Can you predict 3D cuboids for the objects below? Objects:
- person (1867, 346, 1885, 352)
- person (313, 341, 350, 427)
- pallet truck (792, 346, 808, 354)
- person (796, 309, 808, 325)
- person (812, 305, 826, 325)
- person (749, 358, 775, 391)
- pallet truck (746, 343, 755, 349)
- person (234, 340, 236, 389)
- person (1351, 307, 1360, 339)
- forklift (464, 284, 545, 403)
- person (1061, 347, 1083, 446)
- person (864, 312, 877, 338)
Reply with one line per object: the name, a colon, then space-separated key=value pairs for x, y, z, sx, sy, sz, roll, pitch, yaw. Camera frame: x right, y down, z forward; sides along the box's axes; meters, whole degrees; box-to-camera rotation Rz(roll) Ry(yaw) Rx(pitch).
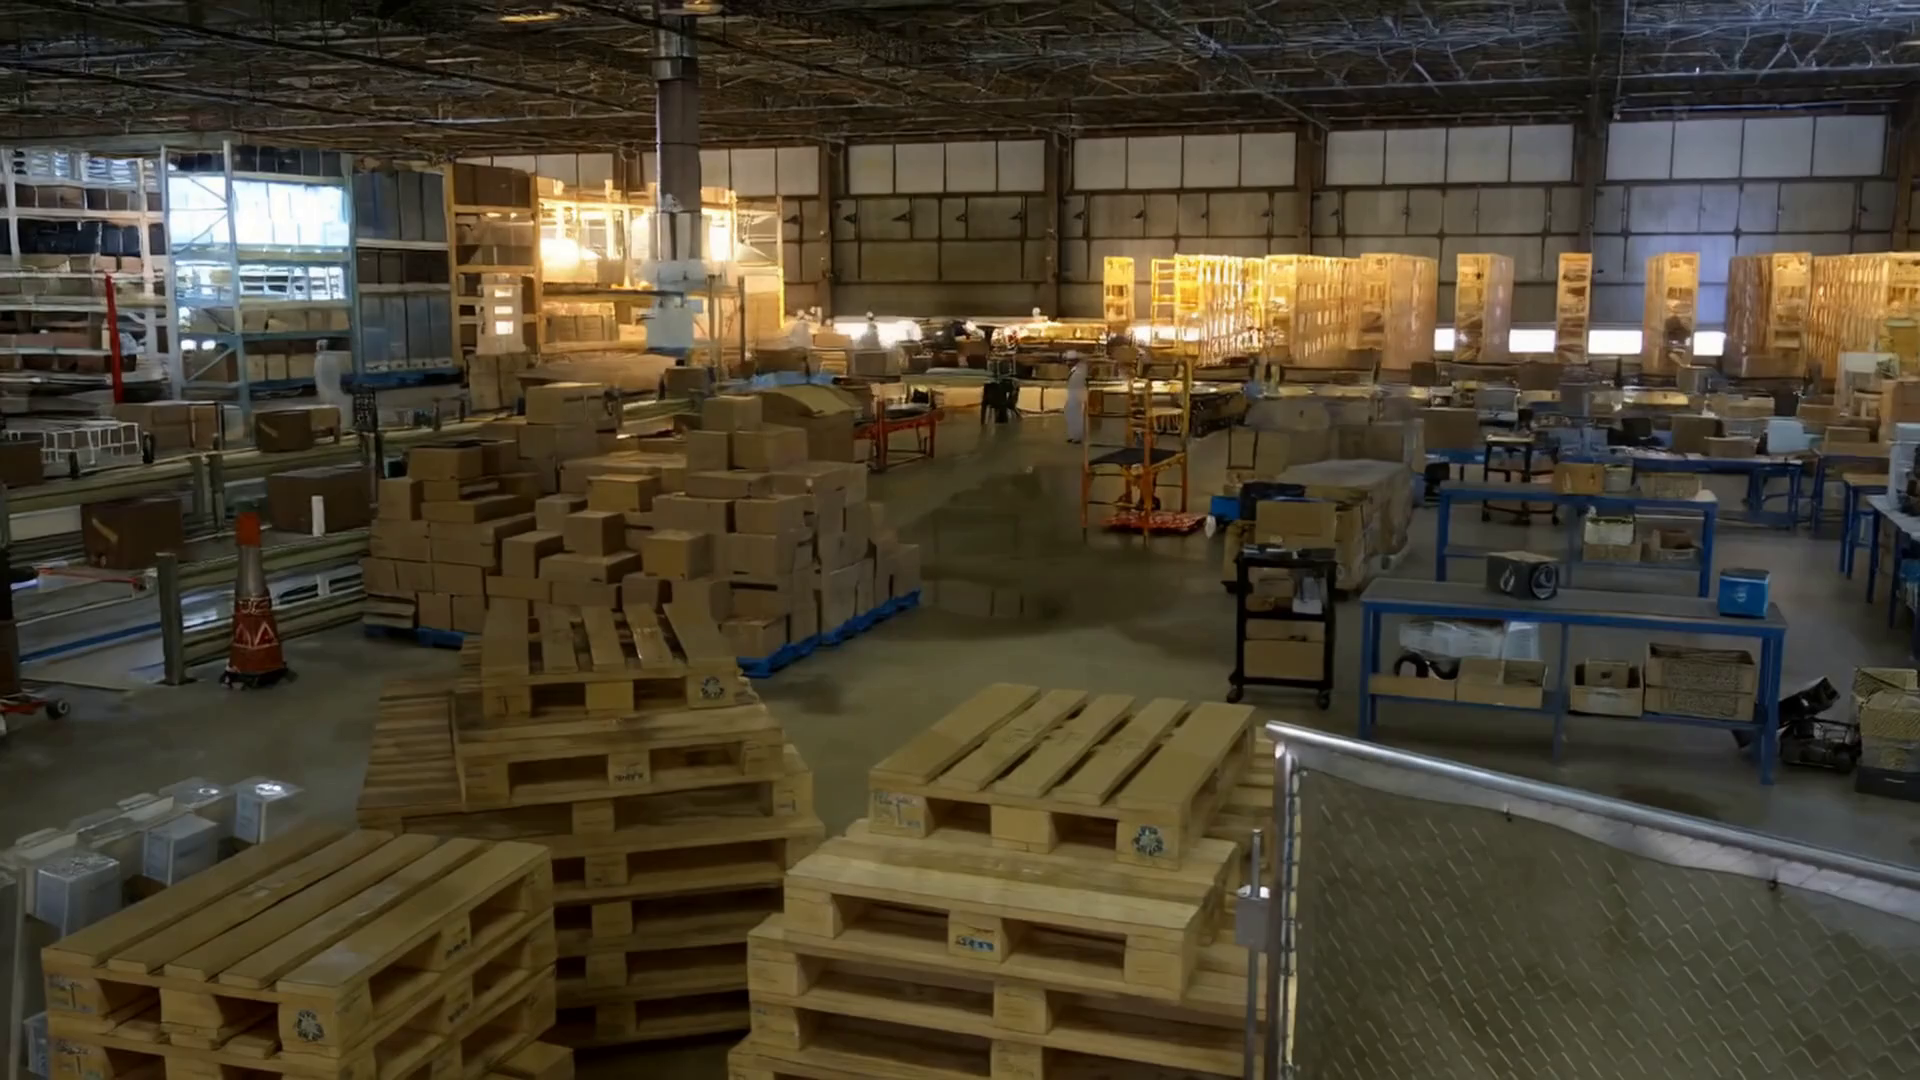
person: x=21.148 y=-4.035 z=38.472 sx=0.403 sy=1.911 sz=0.637 roll=5 pitch=10 yaw=27
person: x=-11.418 y=-2.668 z=30.066 sx=1.022 sy=1.852 sz=0.643 roll=6 pitch=11 yaw=31
pallet truck: x=-3.705 y=-4.298 z=42.022 sx=0.653 sy=1.274 sz=1.630 roll=3 pitch=10 yaw=20
person: x=-6.137 y=-8.121 z=64.641 sx=0.571 sy=1.741 sz=0.405 roll=3 pitch=10 yaw=18
person: x=-5.132 y=-7.586 z=60.672 sx=0.602 sy=1.938 sz=0.401 roll=-6 pitch=11 yaw=-32
person: x=-3.350 y=-2.227 z=27.901 sx=0.537 sy=1.645 sz=0.881 roll=4 pitch=10 yaw=24
pallet truck: x=-6.183 y=-4.618 z=44.264 sx=1.601 sy=1.201 sz=0.680 roll=-9 pitch=12 yaw=-43
person: x=-18.705 y=-4.604 z=42.955 sx=0.530 sy=1.603 sz=0.740 roll=4 pitch=10 yaw=22
person: x=14.532 y=-7.610 z=61.098 sx=0.389 sy=1.850 sz=0.566 roll=8 pitch=12 yaw=41
forklift: x=-10.832 y=-4.702 z=39.610 sx=1.129 sy=2.768 sz=1.873 roll=3 pitch=10 yaw=20
person: x=1.991 y=-2.537 z=29.511 sx=0.364 sy=1.754 sz=0.545 roll=-1 pitch=9 yaw=-8
person: x=-2.677 y=-5.706 z=48.829 sx=0.820 sy=1.957 sz=0.628 roll=1 pitch=9 yaw=9
